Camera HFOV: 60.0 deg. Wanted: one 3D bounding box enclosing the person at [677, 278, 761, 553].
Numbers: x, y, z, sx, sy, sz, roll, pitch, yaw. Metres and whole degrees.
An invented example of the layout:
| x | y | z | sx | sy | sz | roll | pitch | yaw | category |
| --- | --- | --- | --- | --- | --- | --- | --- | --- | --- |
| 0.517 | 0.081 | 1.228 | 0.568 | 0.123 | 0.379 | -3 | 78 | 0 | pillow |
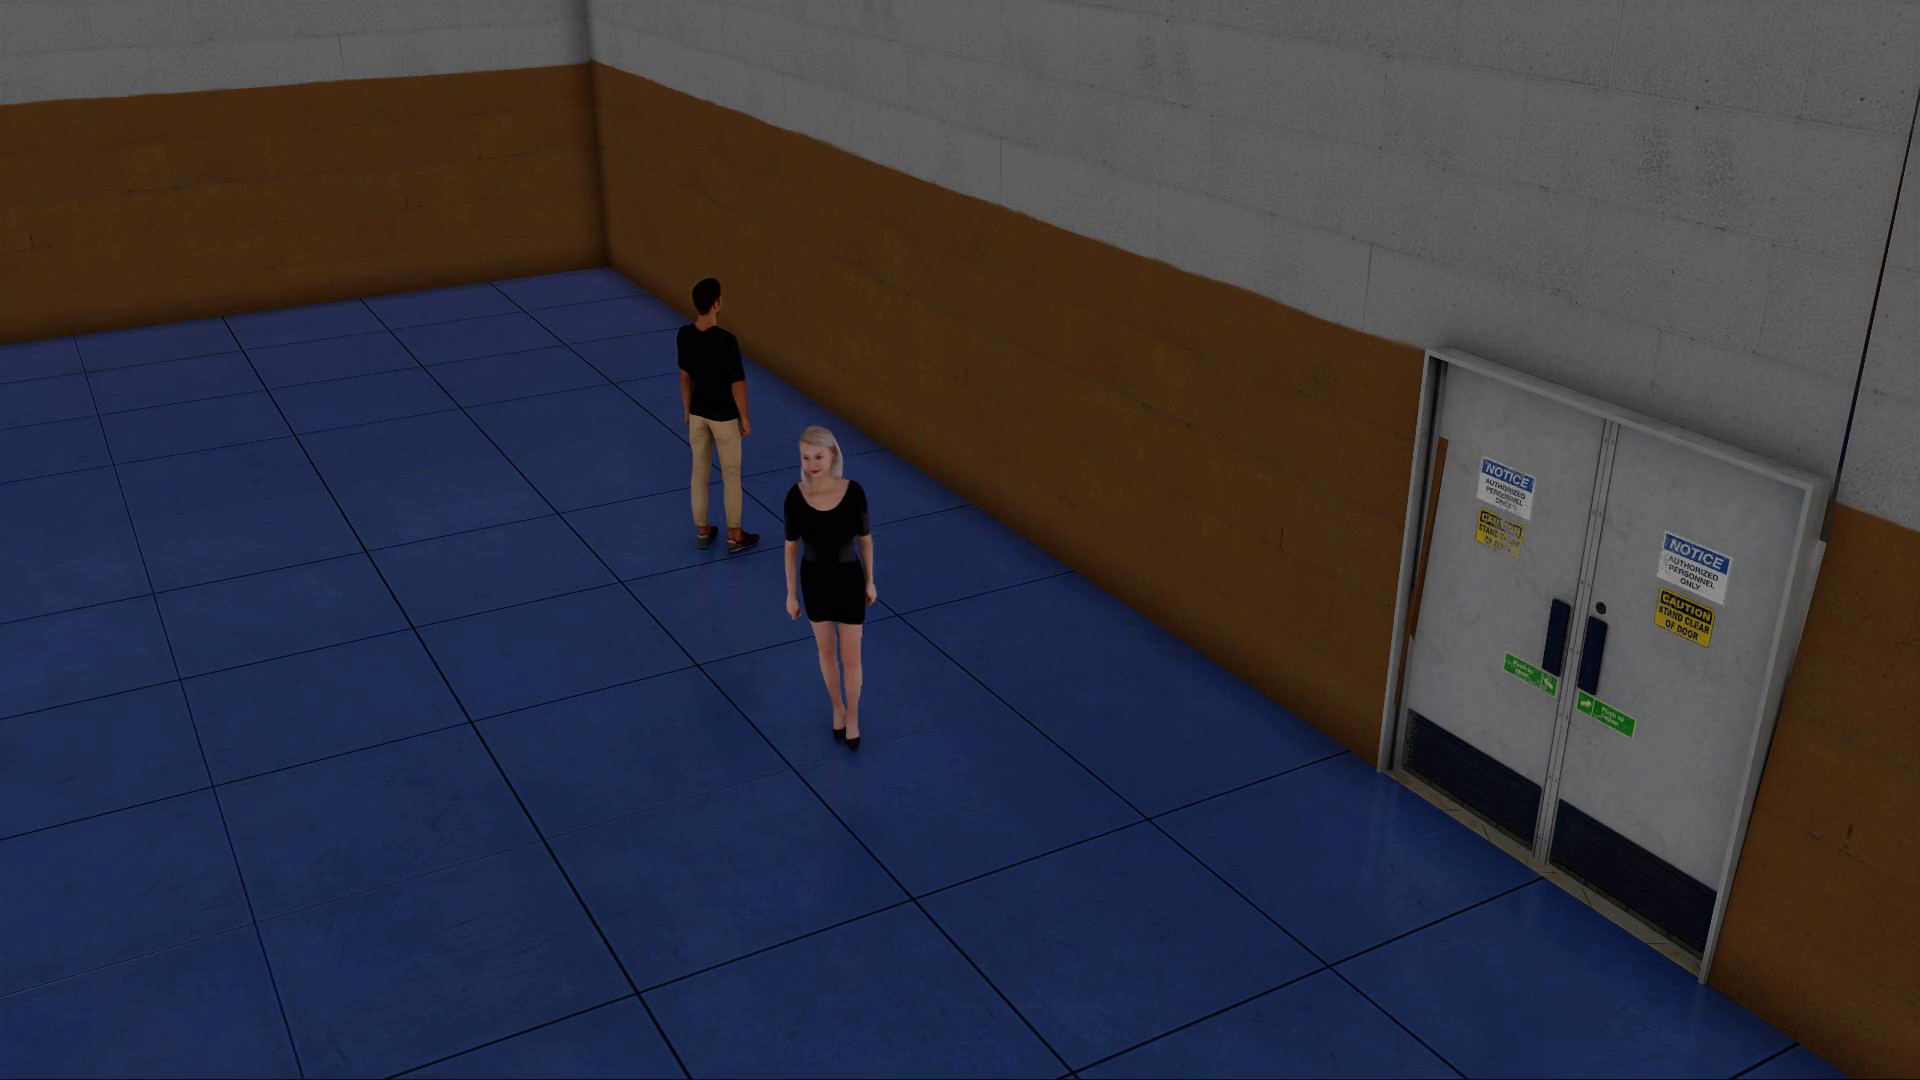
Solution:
| x | y | z | sx | sy | sz | roll | pitch | yaw | category |
| --- | --- | --- | --- | --- | --- | --- | --- | --- | --- |
| -1.626 | -0.822 | 11.009 | 0.714 | 1.859 | 0.734 | 10 | 25 | 21 | person |

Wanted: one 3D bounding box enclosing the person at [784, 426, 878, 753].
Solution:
| x | y | z | sx | sy | sz | roll | pitch | yaw | category |
| --- | --- | --- | --- | --- | --- | --- | --- | --- | --- |
| -0.657 | 0.221 | 8.721 | 0.726 | 1.807 | 0.805 | -1 | 24 | -3 | person |
